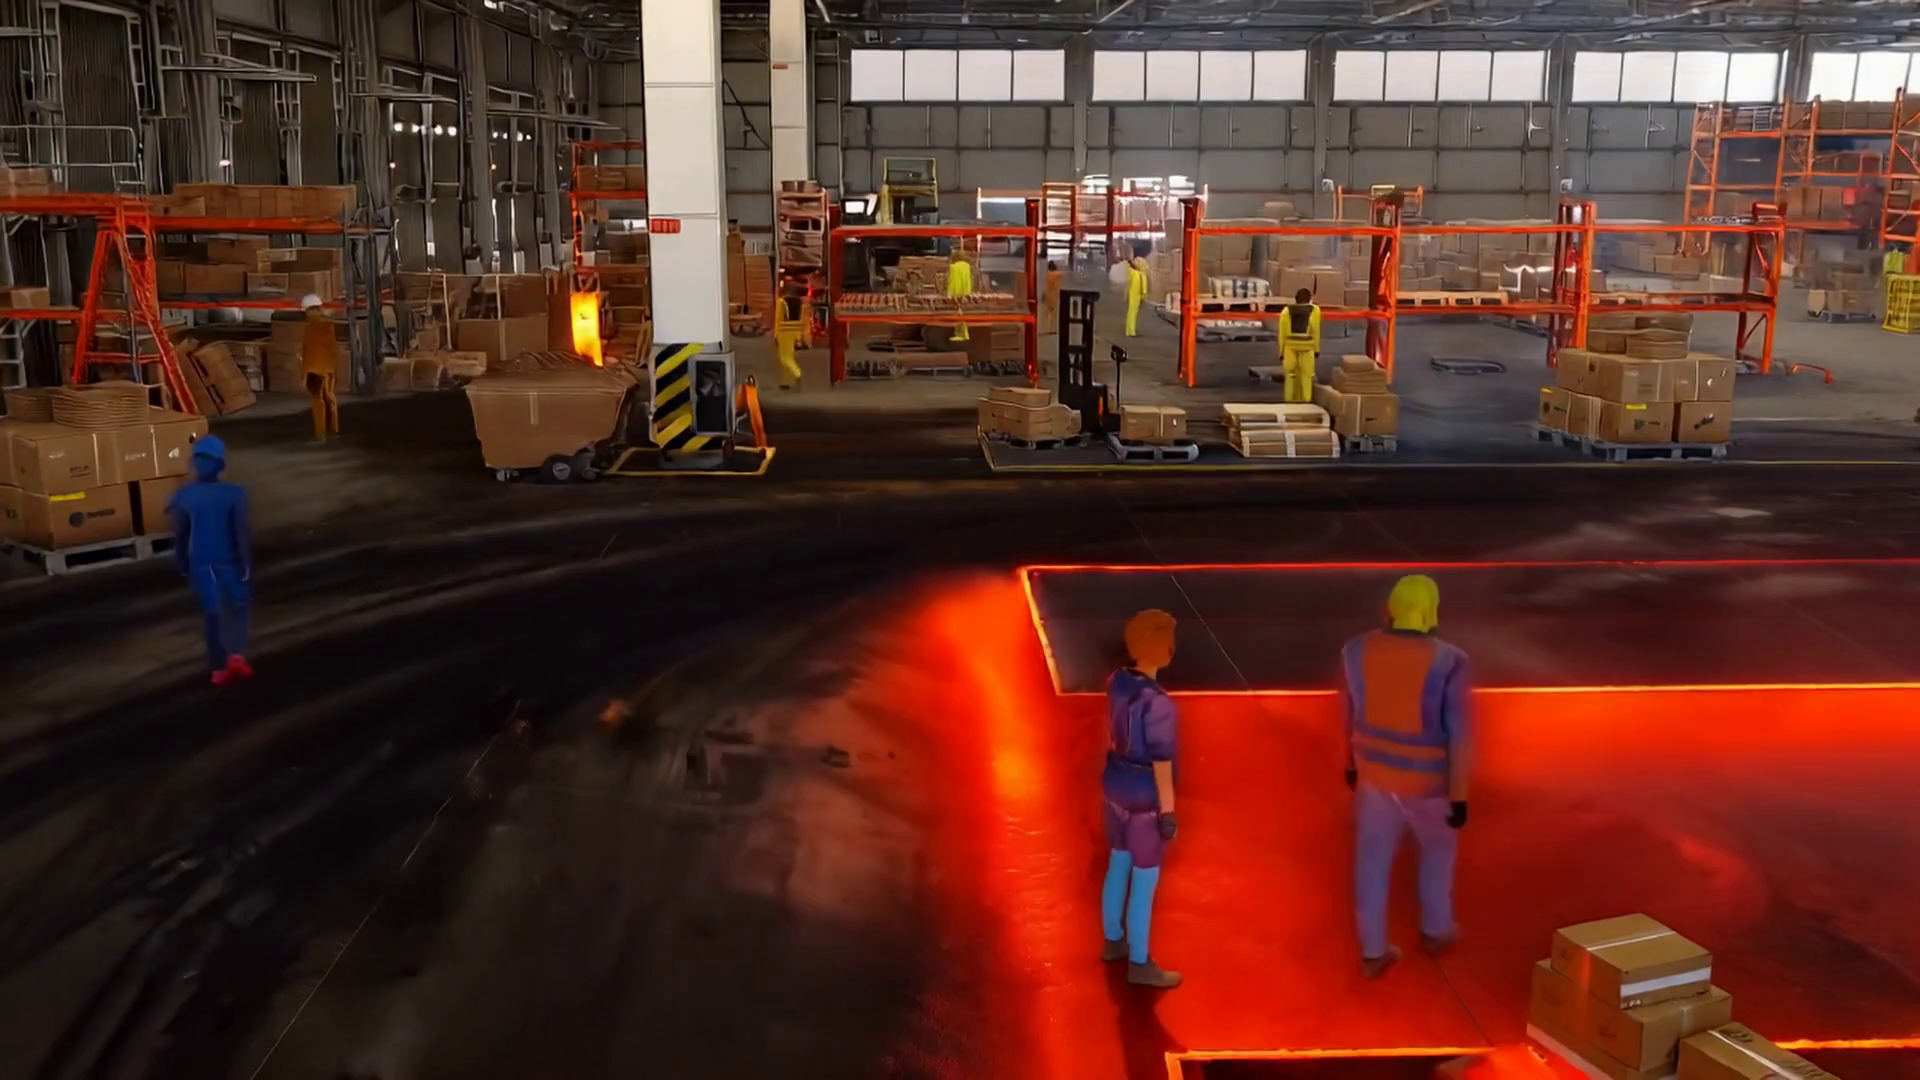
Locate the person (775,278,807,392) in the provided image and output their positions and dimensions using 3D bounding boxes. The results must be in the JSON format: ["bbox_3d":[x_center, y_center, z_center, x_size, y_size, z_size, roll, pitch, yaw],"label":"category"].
[{"bbox_3d":[-2.713,-3.301,26.970,0.744,1.861,0.593,10,16,39],"label":"person"}]

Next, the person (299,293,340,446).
[{"bbox_3d":[-8.407,-2.226,21.789,0.381,1.994,0.622,4,13,19],"label":"person"}]

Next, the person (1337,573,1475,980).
[{"bbox_3d":[2.044,1.028,7.491,0.661,1.815,0.796,9,15,36],"label":"person"}]

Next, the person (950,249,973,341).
[{"bbox_3d":[0.003,-5.211,35.407,0.372,1.934,0.627,10,16,38],"label":"person"}]

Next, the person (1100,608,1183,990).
[{"bbox_3d":[0.804,1.127,7.328,0.317,1.695,0.540,-5,13,-20],"label":"person"}]

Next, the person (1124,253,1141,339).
[{"bbox_3d":[3.721,-5.256,35.841,0.342,1.841,0.512,10,16,37],"label":"person"}]

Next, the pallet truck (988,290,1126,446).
[{"bbox_3d":[1.257,-2.299,22.111,1.885,1.965,0.823,-9,15,-35],"label":"pallet truck"}]

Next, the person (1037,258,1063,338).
[{"bbox_3d":[1.951,-5.211,35.884,0.508,1.709,0.798,7,14,27],"label":"person"}]

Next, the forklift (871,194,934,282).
[{"bbox_3d":[-1.846,-9.734,53.668,1.873,2.768,1.129,-7,14,-30],"label":"forklift"}]

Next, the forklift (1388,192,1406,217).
[{"bbox_3d":[15.666,-11.115,59.907,1.873,2.768,1.129,0,12,-2],"label":"forklift"}]

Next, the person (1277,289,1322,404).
[{"bbox_3d":[5.097,-2.849,25.029,0.672,1.832,0.605,3,13,14],"label":"person"}]

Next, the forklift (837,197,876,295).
[{"bbox_3d":[-3.098,-8.607,48.580,1.129,2.768,1.873,1,13,5],"label":"forklift"}]

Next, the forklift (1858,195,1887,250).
[{"bbox_3d":[29.479,-9.756,53.770,1.873,2.768,1.129,0,12,-2],"label":"forklift"}]

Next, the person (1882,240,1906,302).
[{"bbox_3d":[25.714,-7.395,45.801,0.530,1.697,0.321,5,13,21],"label":"person"}]

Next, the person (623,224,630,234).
[{"bbox_3d":[-10.592,-9.158,53.287,0.550,1.912,0.812,3,13,15],"label":"person"}]

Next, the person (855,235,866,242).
[{"bbox_3d":[-3.194,-9.263,54.370,0.514,1.641,0.307,-1,13,-3],"label":"person"}]

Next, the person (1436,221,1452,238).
[{"bbox_3d":[16.656,-10.053,57.414,0.608,1.867,0.983,-3,13,-15],"label":"person"}]

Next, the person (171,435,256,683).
[{"bbox_3d":[-5.216,0.138,11.670,0.528,1.758,0.360,-2,13,-8],"label":"person"}]

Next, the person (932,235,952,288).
[{"bbox_3d":[-0.563,-8.769,51.465,0.627,1.936,0.374,-2,13,-8],"label":"person"}]
